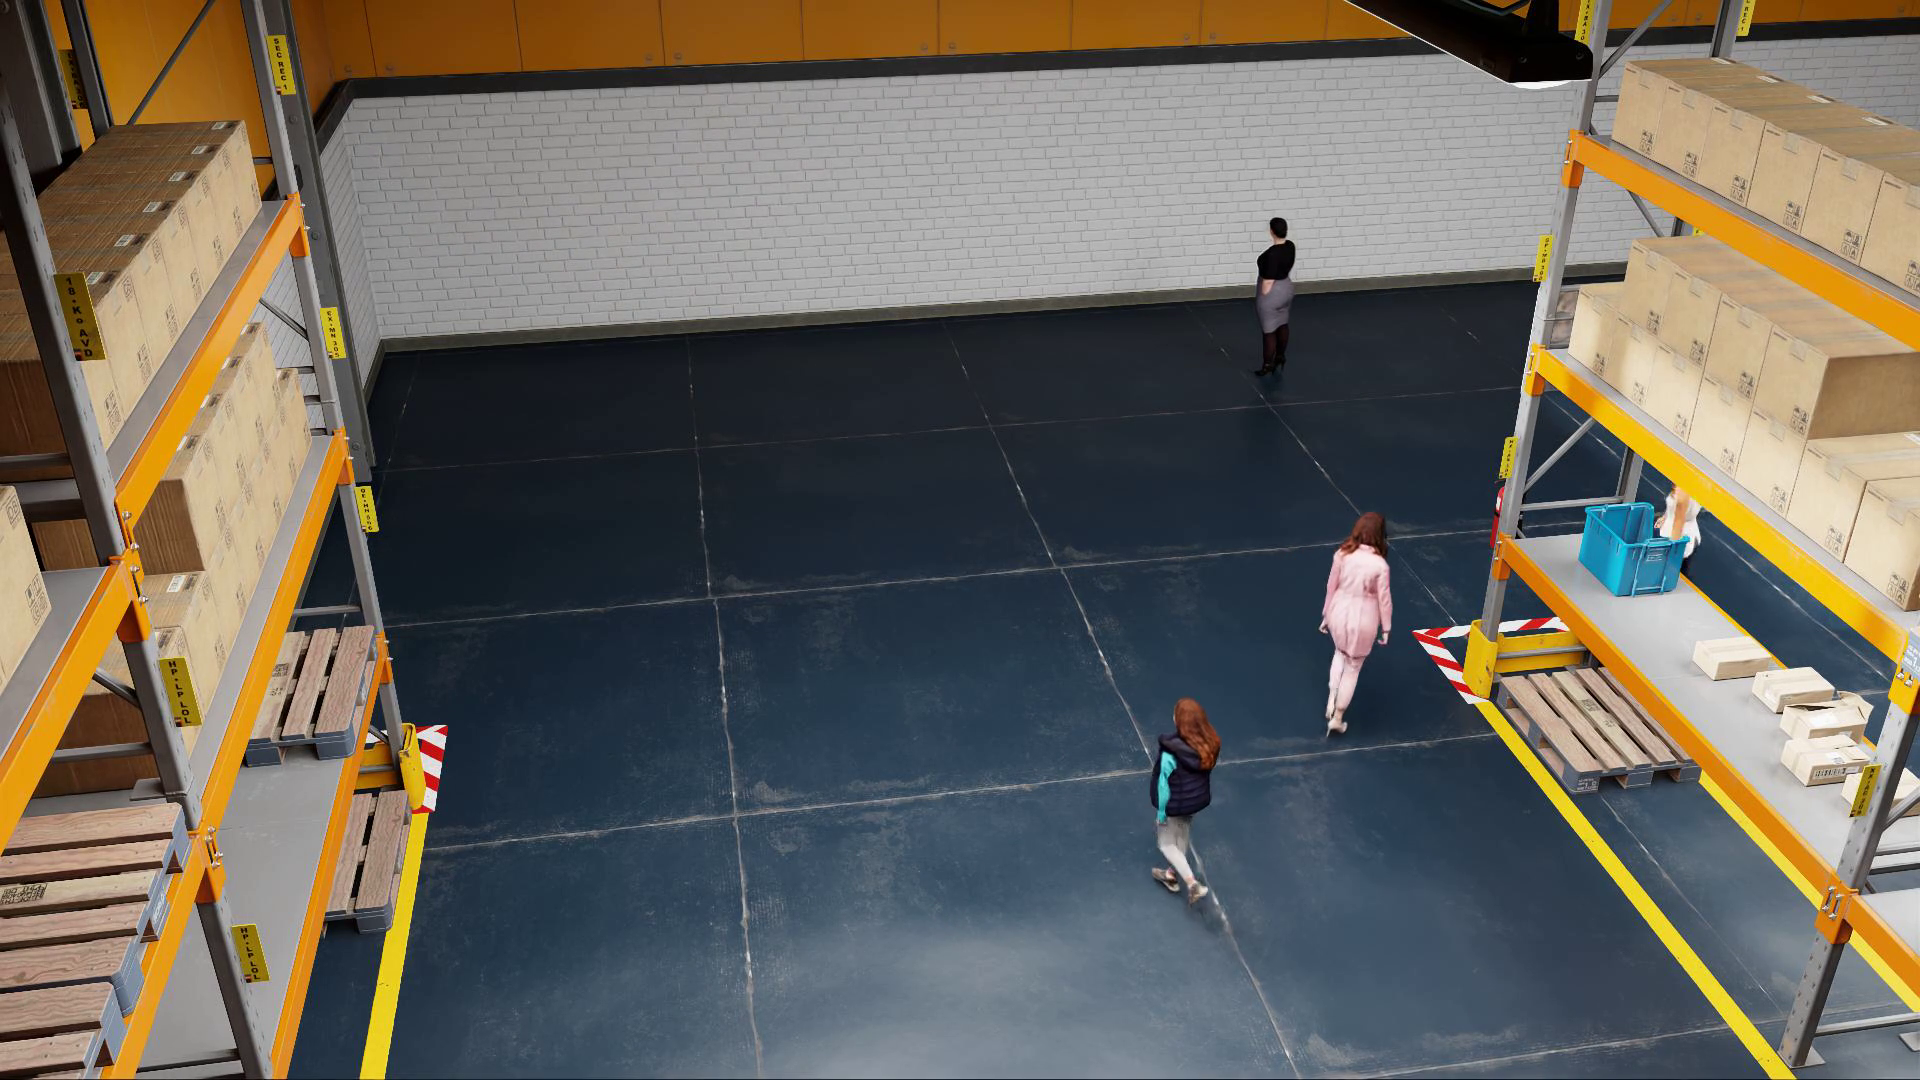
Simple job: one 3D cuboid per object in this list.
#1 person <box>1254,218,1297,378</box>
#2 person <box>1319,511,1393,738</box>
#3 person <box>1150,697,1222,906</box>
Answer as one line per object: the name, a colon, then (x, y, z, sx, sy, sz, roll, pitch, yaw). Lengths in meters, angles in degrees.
person: (3.412, -2.621, 17.937, 0.819, 1.756, 0.776, 23, 36, 36)
person: (2.768, 0.655, 11.903, 0.763, 1.784, 0.825, 19, 34, 31)
person: (1.420, 1.652, 10.385, 0.749, 1.487, 0.872, -19, 34, -30)
